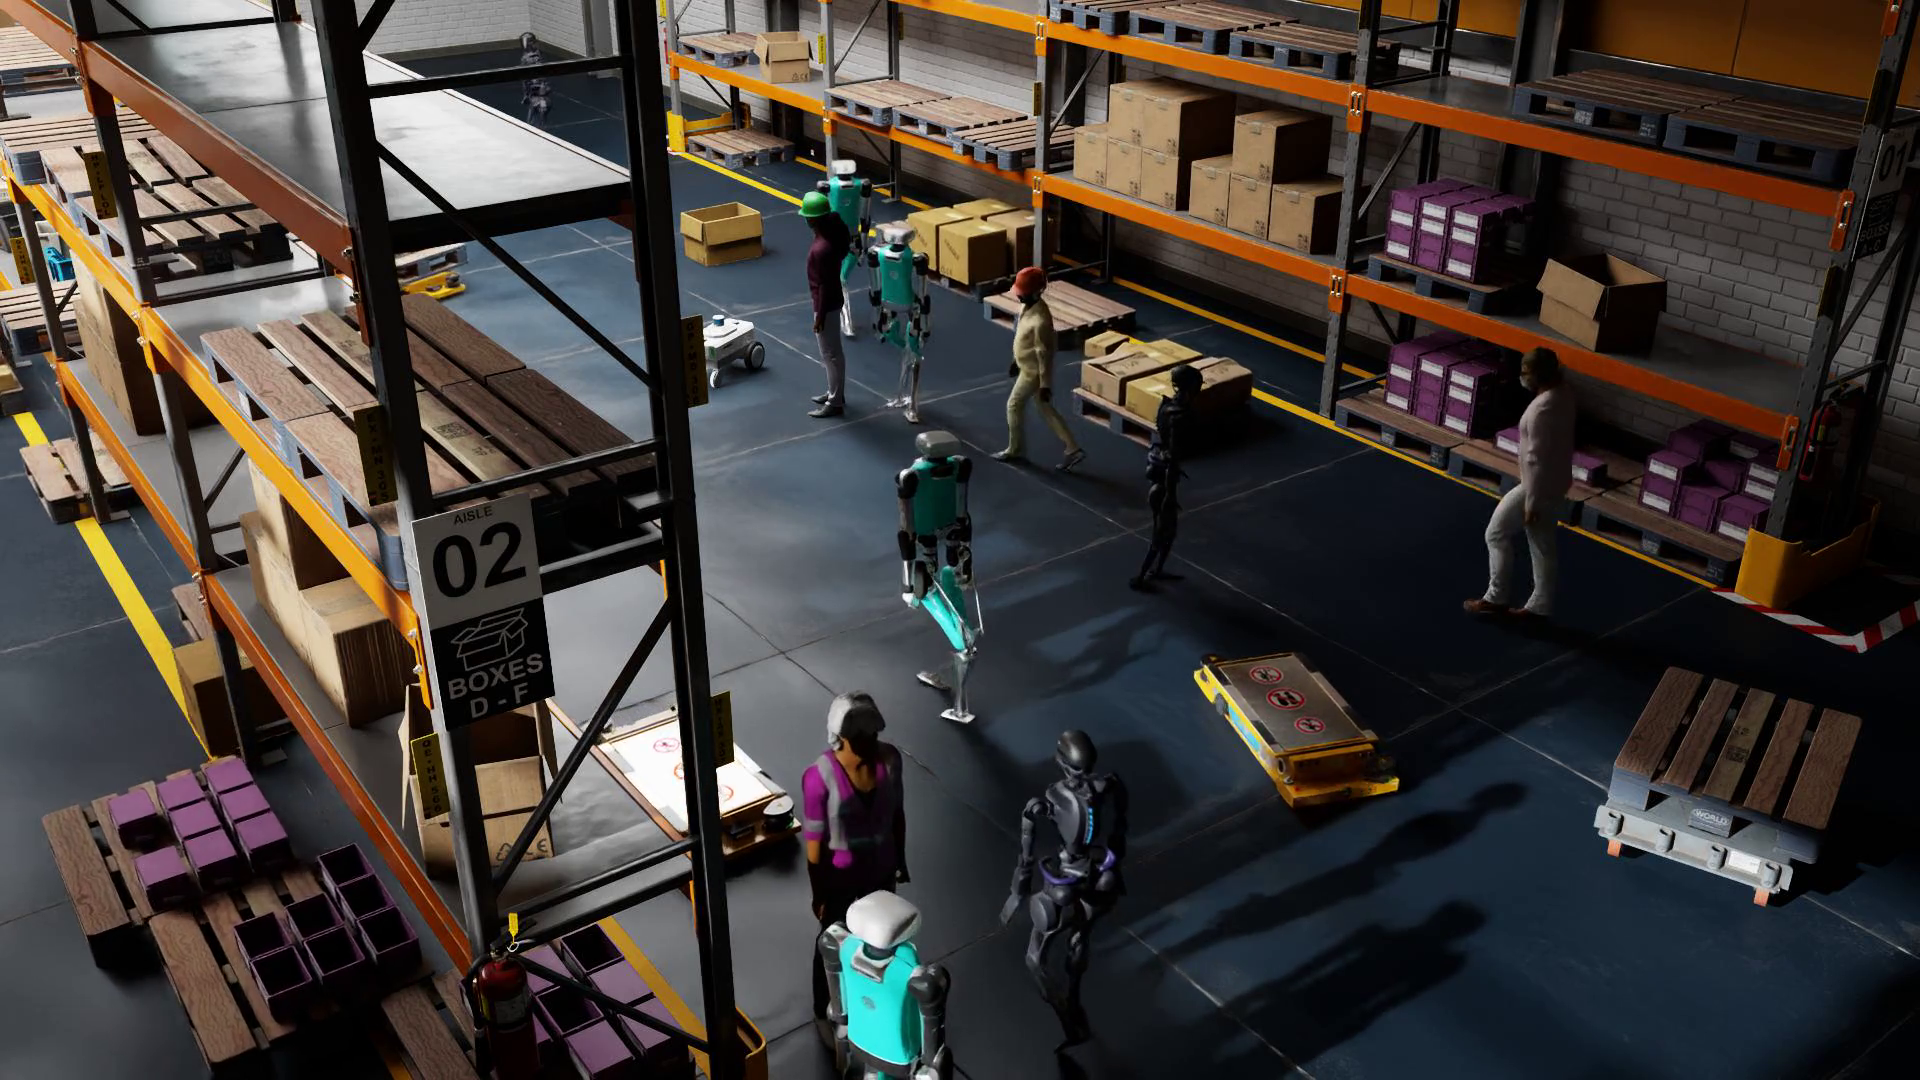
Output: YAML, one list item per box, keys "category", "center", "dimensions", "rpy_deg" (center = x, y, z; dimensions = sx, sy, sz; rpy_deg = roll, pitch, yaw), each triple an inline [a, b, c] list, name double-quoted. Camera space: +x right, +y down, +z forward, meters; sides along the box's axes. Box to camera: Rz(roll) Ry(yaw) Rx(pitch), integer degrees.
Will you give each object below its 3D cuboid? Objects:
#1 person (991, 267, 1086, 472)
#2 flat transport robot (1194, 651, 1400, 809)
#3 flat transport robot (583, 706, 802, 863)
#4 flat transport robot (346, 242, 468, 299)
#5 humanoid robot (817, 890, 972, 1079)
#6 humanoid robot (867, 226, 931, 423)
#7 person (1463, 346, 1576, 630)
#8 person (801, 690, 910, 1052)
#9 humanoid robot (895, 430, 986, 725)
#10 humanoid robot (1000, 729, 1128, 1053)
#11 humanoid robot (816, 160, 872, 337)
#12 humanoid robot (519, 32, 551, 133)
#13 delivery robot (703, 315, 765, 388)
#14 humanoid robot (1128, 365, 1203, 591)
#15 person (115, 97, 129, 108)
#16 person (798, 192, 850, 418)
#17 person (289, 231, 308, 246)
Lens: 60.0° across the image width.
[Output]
- category: "person"
  center: [0.640, -1.350, 13.075]
  dimensions: [0.757, 1.695, 0.541]
  rpy_deg: [5, 27, 10]
- category: "flat transport robot"
  center: [1.965, 1.074, 9.852]
  dimensions: [0.659, 0.231, 1.431]
  rpy_deg: [-7, 28, -14]
- category: "flat transport robot"
  center: [-1.535, 1.342, 9.318]
  dimensions: [0.659, 0.231, 1.431]
  rpy_deg: [-18, 32, -31]
- category: "flat transport robot"
  center: [-5.924, -2.725, 17.407]
  dimensions: [1.431, 0.231, 0.659]
  rpy_deg: [16, 31, 29]
- category: "humanoid robot"
  center: [-0.150, 2.016, 6.383]
  dimensions: [0.531, 1.823, 0.683]
  rpy_deg: [16, 31, 29]
- category: "humanoid robot"
  center: [-0.419, -1.842, 14.036]
  dimensions: [0.582, 1.791, 0.866]
  rpy_deg: [10, 28, 18]
- category: "person"
  center: [3.695, -0.341, 10.850]
  dimensions: [0.706, 1.898, 0.646]
  rpy_deg: [19, 32, 33]
- category: "person"
  center: [-0.456, 1.447, 7.368]
  dimensions: [0.507, 1.837, 0.354]
  rpy_deg: [-15, 30, -28]
- category: "humanoid robot"
  center: [0.008, 0.278, 9.832]
  dimensions: [0.576, 1.777, 0.890]
  rpy_deg: [-22, 34, -36]
- category: "humanoid robot"
  center: [0.508, 1.536, 7.363]
  dimensions: [0.599, 1.640, 0.507]
  rpy_deg: [-13, 29, -24]
- category: "humanoid robot"
  center: [-1.194, -2.876, 16.109]
  dimensions: [0.538, 1.763, 1.002]
  rpy_deg: [-8, 28, -16]
- category: "humanoid robot"
  center: [-5.649, -5.949, 22.253]
  dimensions: [0.353, 1.646, 0.602]
  rpy_deg: [-20, 33, -34]
- category: "delivery robot"
  center: [-2.175, -1.756, 15.155]
  dimensions: [0.499, 0.589, 0.782]
  rpy_deg: [13, 29, 24]
- category: "humanoid robot"
  center: [1.391, -0.431, 11.294]
  dimensions: [0.426, 1.638, 0.609]
  rpy_deg: [4, 27, 8]
- category: "person"
  center: [-10.254, -5.100, 20.228]
  dimensions: [0.401, 1.986, 0.610]
  rpy_deg: [11, 29, 21]
- category: "person"
  center: [-1.127, -1.984, 14.071]
  dimensions: [0.430, 1.945, 0.488]
  rpy_deg: [2, 27, 3]
- category: "person"
  center: [-6.399, -2.702, 15.849]
  dimensions: [0.287, 1.629, 0.498]
  rpy_deg: [14, 30, 25]
